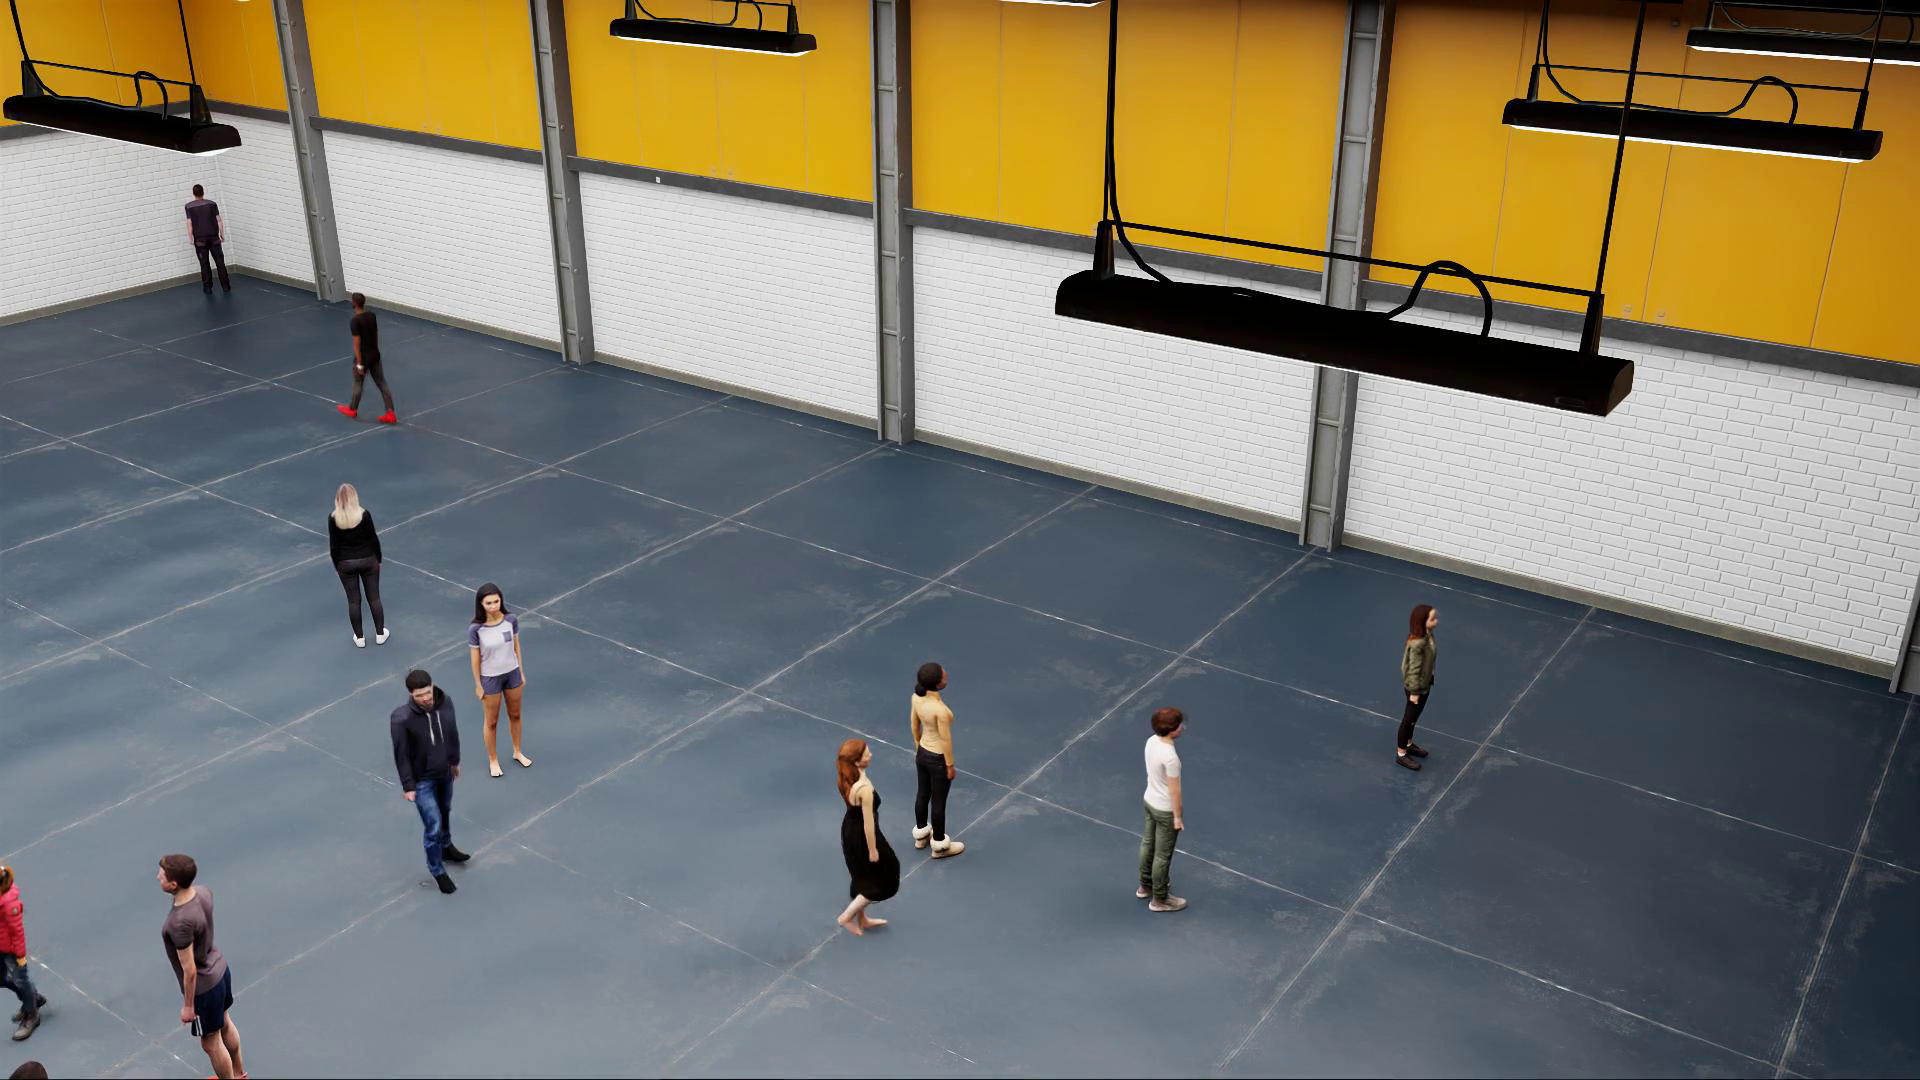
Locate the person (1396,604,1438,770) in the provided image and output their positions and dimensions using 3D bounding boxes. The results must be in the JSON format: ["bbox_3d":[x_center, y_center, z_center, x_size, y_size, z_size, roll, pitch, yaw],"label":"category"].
[{"bbox_3d":[3.920,1.231,14.247,0.537,1.476,0.594,12,27,26],"label":"person"}]

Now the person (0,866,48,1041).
[{"bbox_3d":[-6.321,2.704,11.078,0.571,1.314,0.646,8,25,18],"label":"person"}]

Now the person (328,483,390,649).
[{"bbox_3d":[-5.882,0.245,16.237,0.695,1.686,0.725,-7,25,-16],"label":"person"}]

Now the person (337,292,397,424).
[{"bbox_3d":[-7.819,-2.394,22.170,1.137,1.771,0.778,11,26,23],"label":"person"}]

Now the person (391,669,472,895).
[{"bbox_3d":[-4.059,1.745,12.594,0.799,1.856,0.677,10,26,22],"label":"person"}]

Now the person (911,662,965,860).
[{"bbox_3d":[-0.211,1.696,12.954,0.717,1.659,0.584,-18,29,-35],"label":"person"}]

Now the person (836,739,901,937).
[{"bbox_3d":[-0.782,2.163,11.934,0.802,1.619,0.756,-10,26,-22],"label":"person"}]

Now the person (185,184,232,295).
[{"bbox_3d":[-12.857,-5.151,28.383,0.807,1.845,0.766,-13,27,-27],"label":"person"}]

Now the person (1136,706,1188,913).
[{"bbox_3d":[1.496,1.975,12.321,0.713,1.654,0.626,-9,25,-19],"label":"person"}]

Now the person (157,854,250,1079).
[{"bbox_3d":[-4.690,2.742,10.319,0.771,1.853,0.718,-3,24,-8],"label":"person"}]

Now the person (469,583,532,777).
[{"bbox_3d":[-3.897,1.160,14.088,0.643,1.733,0.598,-17,29,-33],"label":"person"}]
